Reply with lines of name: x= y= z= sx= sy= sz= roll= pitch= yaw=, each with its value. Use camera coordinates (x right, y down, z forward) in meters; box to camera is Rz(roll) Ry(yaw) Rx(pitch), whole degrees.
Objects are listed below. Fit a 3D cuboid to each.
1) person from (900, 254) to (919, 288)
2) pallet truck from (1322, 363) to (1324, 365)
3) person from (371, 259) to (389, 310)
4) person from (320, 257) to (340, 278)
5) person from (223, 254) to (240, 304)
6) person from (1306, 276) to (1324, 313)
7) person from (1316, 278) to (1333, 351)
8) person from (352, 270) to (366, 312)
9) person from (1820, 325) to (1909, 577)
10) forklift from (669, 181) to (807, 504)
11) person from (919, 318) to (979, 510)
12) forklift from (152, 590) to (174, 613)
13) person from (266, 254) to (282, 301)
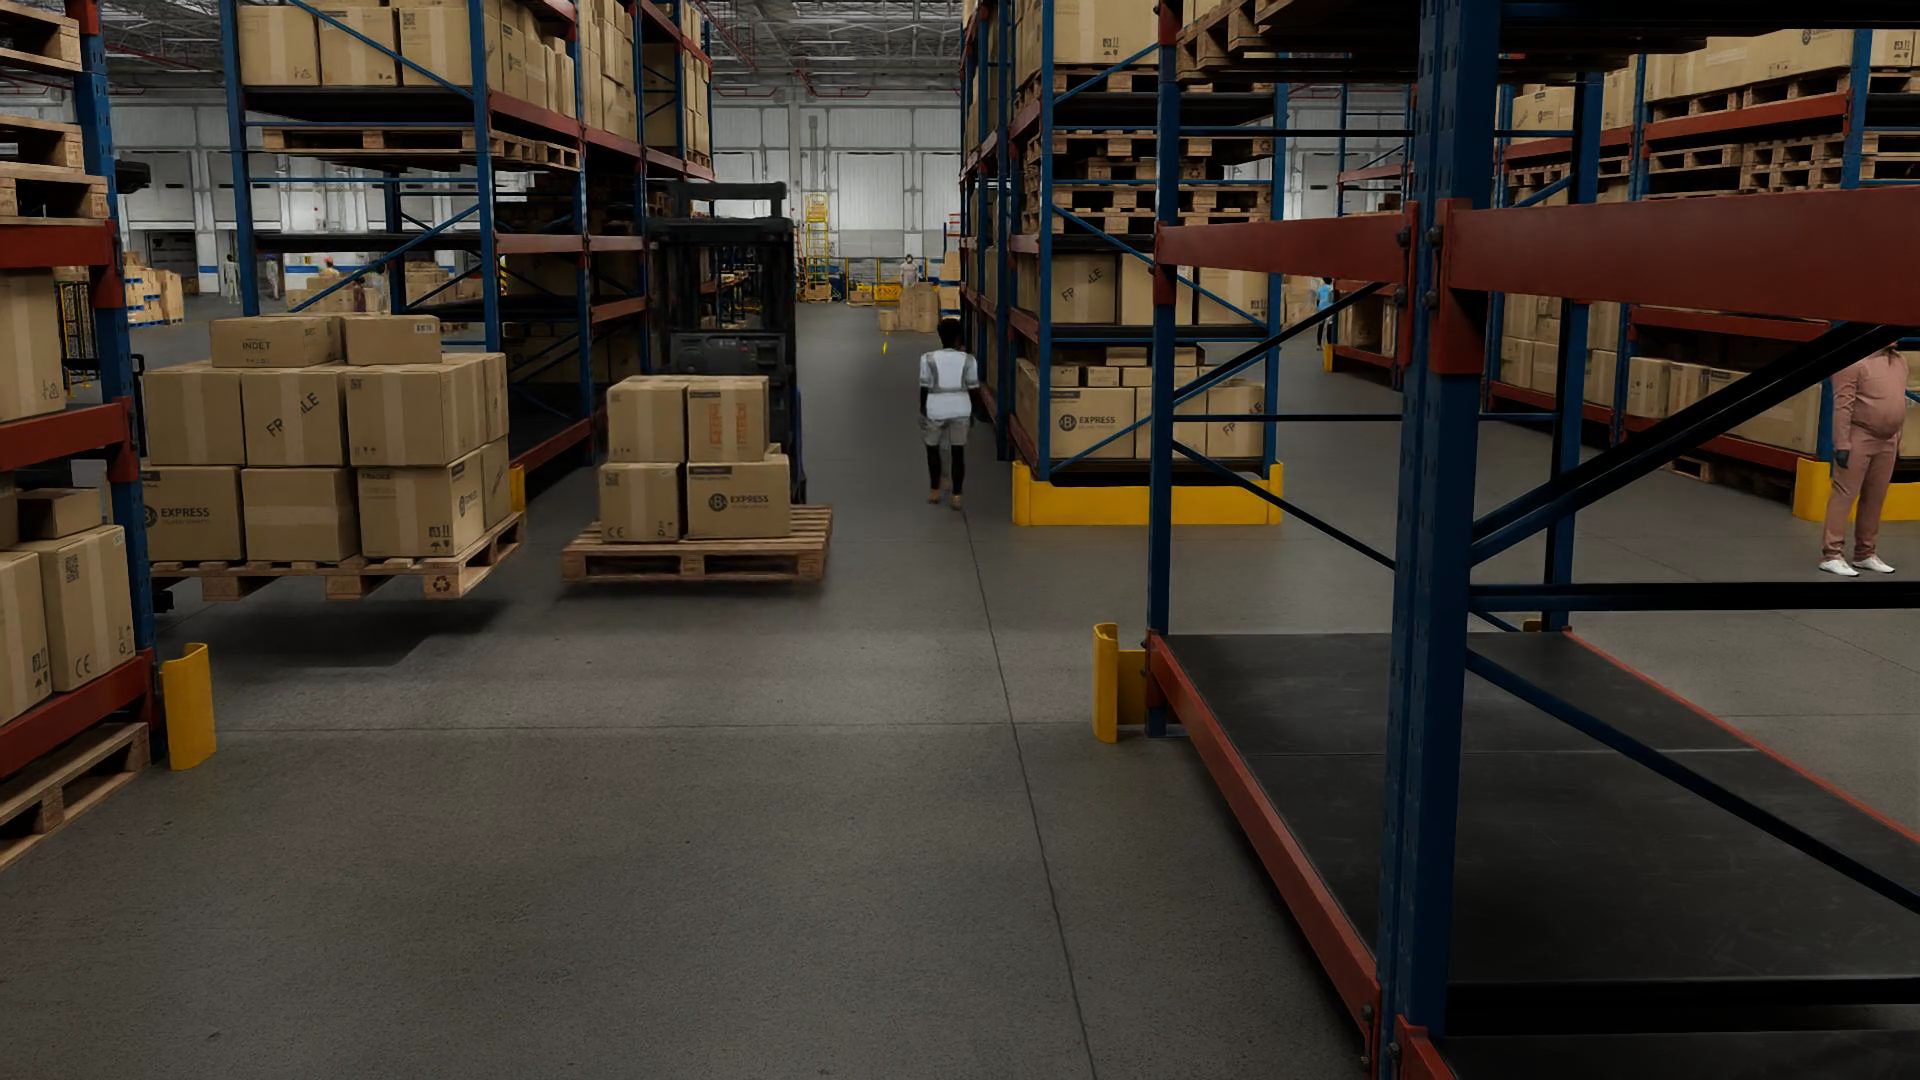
person: x=-1.680 y=-8.503 z=55.113 sx=0.634 sy=1.939 sz=0.367 roll=-1 pitch=10 yaw=-5
pallet truck: x=7.712 y=-4.157 z=30.737 sx=1.885 sy=1.965 sz=0.823 roll=3 pitch=11 yaw=16
person: x=-13.812 y=-5.689 z=39.427 sx=0.734 sy=1.947 sz=0.625 roll=0 pitch=10 yaw=-1
person: x=-17.598 y=-6.964 z=46.605 sx=0.556 sy=1.922 sz=0.480 roll=-1 pitch=10 yaw=-4
person: x=-27.501 y=-9.837 z=62.754 sx=0.515 sy=1.866 sz=0.333 roll=-2 pitch=10 yaw=-11
person: x=10.374 y=-7.293 z=48.504 sx=0.984 sy=1.900 sz=0.642 roll=-4 pitch=11 yaw=-23
person: x=7.893 y=-4.912 z=35.781 sx=0.318 sy=1.698 sz=0.533 roll=-10 pitch=14 yaw=-43
person: x=-12.400 y=-4.699 z=34.400 sx=0.318 sy=1.769 sz=0.522 roll=-4 pitch=11 yaw=-20
person: x=6.418 y=-0.691 z=11.720 sx=0.647 sy=1.900 sz=0.400 roll=-4 pitch=11 yaw=-21
forklift: x=-1.888 y=-1.563 z=13.827 sx=1.129 sy=2.768 sz=1.873 roll=0 pitch=10 yaw=-2
person: x=-0.106 y=-1.114 z=14.676 sx=0.552 sy=1.670 sz=0.624 roll=-2 pitch=10 yaw=-10
forklift: x=-5.858 y=-0.811 z=9.639 sx=1.873 sy=2.768 sz=1.129 roll=-1 pitch=10 yaw=-3
person: x=-27.164 y=-10.431 z=65.919 sx=0.444 sy=1.913 sz=0.636 roll=3 pitch=11 yaw=19
